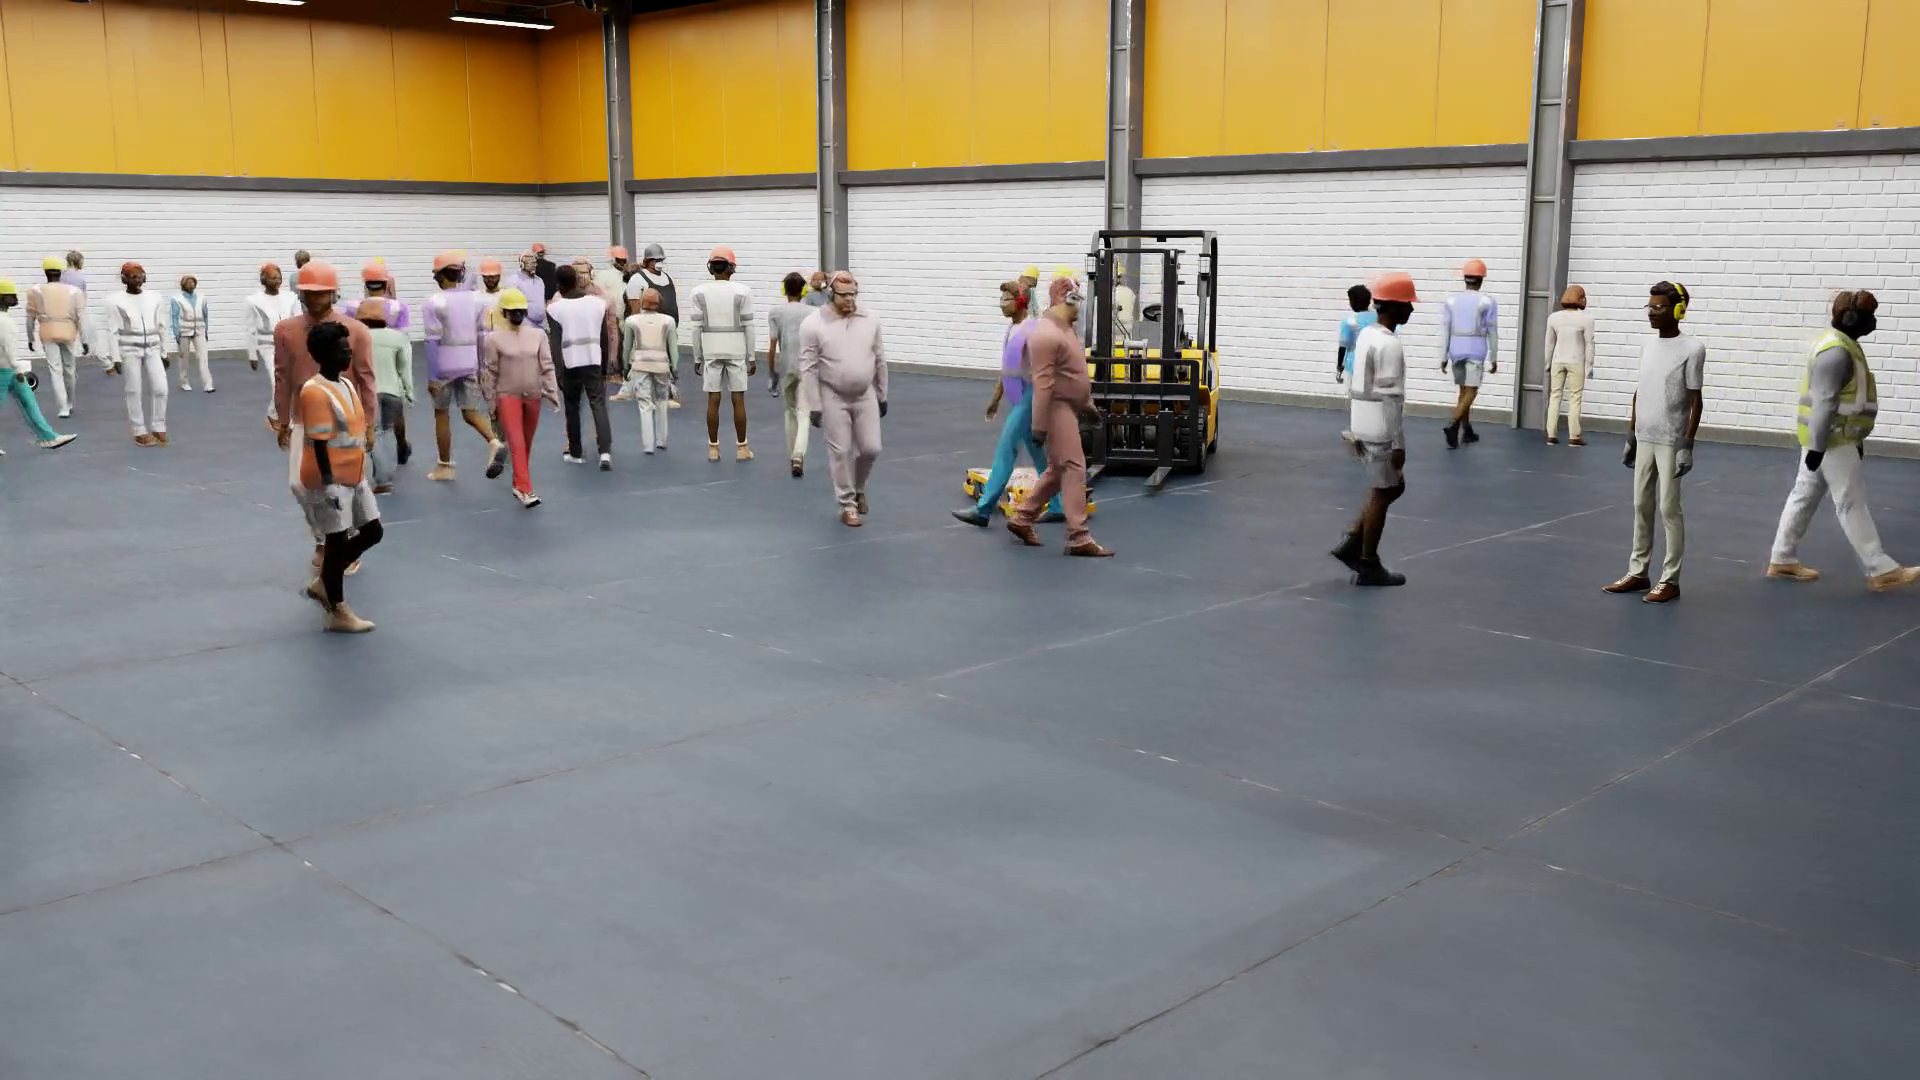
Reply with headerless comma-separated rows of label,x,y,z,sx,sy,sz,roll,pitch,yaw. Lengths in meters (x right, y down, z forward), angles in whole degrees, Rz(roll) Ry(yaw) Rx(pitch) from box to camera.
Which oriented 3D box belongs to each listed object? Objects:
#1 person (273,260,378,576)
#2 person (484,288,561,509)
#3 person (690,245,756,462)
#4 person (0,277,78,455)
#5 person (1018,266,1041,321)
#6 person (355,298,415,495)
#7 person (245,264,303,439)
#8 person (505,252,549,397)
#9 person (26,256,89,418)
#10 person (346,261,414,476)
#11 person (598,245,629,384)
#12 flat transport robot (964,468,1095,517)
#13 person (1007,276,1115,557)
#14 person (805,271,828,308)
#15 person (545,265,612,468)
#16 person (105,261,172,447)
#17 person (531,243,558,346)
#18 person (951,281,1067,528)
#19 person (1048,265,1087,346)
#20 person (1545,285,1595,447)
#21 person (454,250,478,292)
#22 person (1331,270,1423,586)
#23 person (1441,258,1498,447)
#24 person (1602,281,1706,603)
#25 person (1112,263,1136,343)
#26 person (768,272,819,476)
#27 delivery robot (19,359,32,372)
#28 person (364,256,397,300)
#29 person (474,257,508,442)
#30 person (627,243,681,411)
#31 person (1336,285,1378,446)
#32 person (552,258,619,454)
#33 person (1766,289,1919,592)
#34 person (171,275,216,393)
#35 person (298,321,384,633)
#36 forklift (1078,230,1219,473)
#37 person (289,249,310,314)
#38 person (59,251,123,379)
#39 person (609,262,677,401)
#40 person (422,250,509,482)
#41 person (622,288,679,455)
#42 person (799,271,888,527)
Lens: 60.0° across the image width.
person,-3.959,-0.746,10.380,0.648,1.975,0.438,-1,10,-5
person,-3.464,-1.124,13.158,0.526,1.719,0.912,-8,13,-36
person,-2.217,-1.741,15.660,0.605,2.034,0.390,0,10,2
person,-9.204,-1.687,16.211,0.912,1.713,0.552,-4,11,-22
person,0.905,-2.697,21.677,0.305,1.739,0.484,-1,10,-6
person,-4.831,-1.186,13.758,0.550,1.605,0.538,-8,13,-38
person,-7.283,-2.015,17.699,0.966,1.849,0.593,10,14,42
person,-5.621,-2.800,21.780,0.408,1.908,0.643,5,12,26
person,-10.689,-2.400,19.673,0.598,1.871,1.010,-8,13,-37
person,-5.228,-1.561,15.062,0.566,1.884,1.037,-2,11,-9
person,-4.811,-3.195,23.717,0.644,1.980,0.518,-9,14,-41
flat transport robot,0.525,-0.397,13.141,0.652,0.197,1.431,-3,11,-15
person,0.660,-0.843,11.244,0.768,1.866,0.654,2,11,10
person,-2.069,-3.081,24.078,0.546,1.617,0.517,8,13,38
person,-3.481,-1.589,15.311,0.614,1.864,0.972,-5,12,-27
person,-8.223,-1.853,16.715,0.612,1.864,0.613,9,14,41
person,-7.942,-4.630,31.538,0.651,1.981,0.422,-9,14,-40
person,0.375,-0.987,12.188,0.961,1.792,0.582,-2,11,-8
person,1.205,-2.131,18.396,0.599,1.809,0.712,-10,14,-43
person,6.186,-1.766,16.886,0.507,1.631,0.267,10,14,43
person,-8.727,-4.123,29.061,0.626,1.892,0.789,-6,12,-30
person,2.573,-0.660,10.064,0.399,1.920,0.574,0,10,-1
person,5.136,-1.900,16.872,0.551,1.905,0.914,8,13,38
person,4.080,-0.569,9.716,0.328,1.872,0.515,-4,11,-22
person,1.825,-2.412,19.931,0.592,1.815,0.481,-8,13,-36
person,-1.482,-1.498,14.960,0.482,1.819,0.987,0,10,0
delivery robot,-13.020,-2.317,22.579,0.477,0.478,0.707,6,12,29
person,-10.040,-4.026,28.840,0.526,1.772,0.308,-3,11,-17
person,-4.842,-1.990,17.355,0.545,1.920,0.642,-1,10,-7
person,-3.683,-2.602,20.334,0.537,2.000,0.682,8,13,37
person,3.986,-1.705,16.512,0.559,1.634,0.879,-3,11,-15
person,-3.671,-1.792,16.283,0.651,1.907,0.409,-2,11,-11
person,5.411,-0.598,10.048,0.885,1.799,0.652,5,12,27
person,-10.491,-2.808,22.684,0.879,1.588,0.527,10,14,42
person,-3.330,-0.323,8.886,0.388,1.684,0.538,1,10,6
forklift,1.804,-1.825,15.677,1.214,2.155,2.313,2,11,13
person,-9.661,-3.324,24.605,0.598,1.914,0.655,5,11,23
person,-13.093,-3.359,24.860,0.660,1.889,0.990,9,14,40
person,-4.059,-2.641,21.230,0.923,1.806,0.631,1,10,8
person,-4.268,-1.470,14.273,0.821,2.017,0.620,8,13,37
person,-3.057,-1.669,16.417,0.544,1.608,0.740,-2,11,-13
person,-0.843,-1.031,12.216,0.684,1.875,0.494,-5,11,-23
